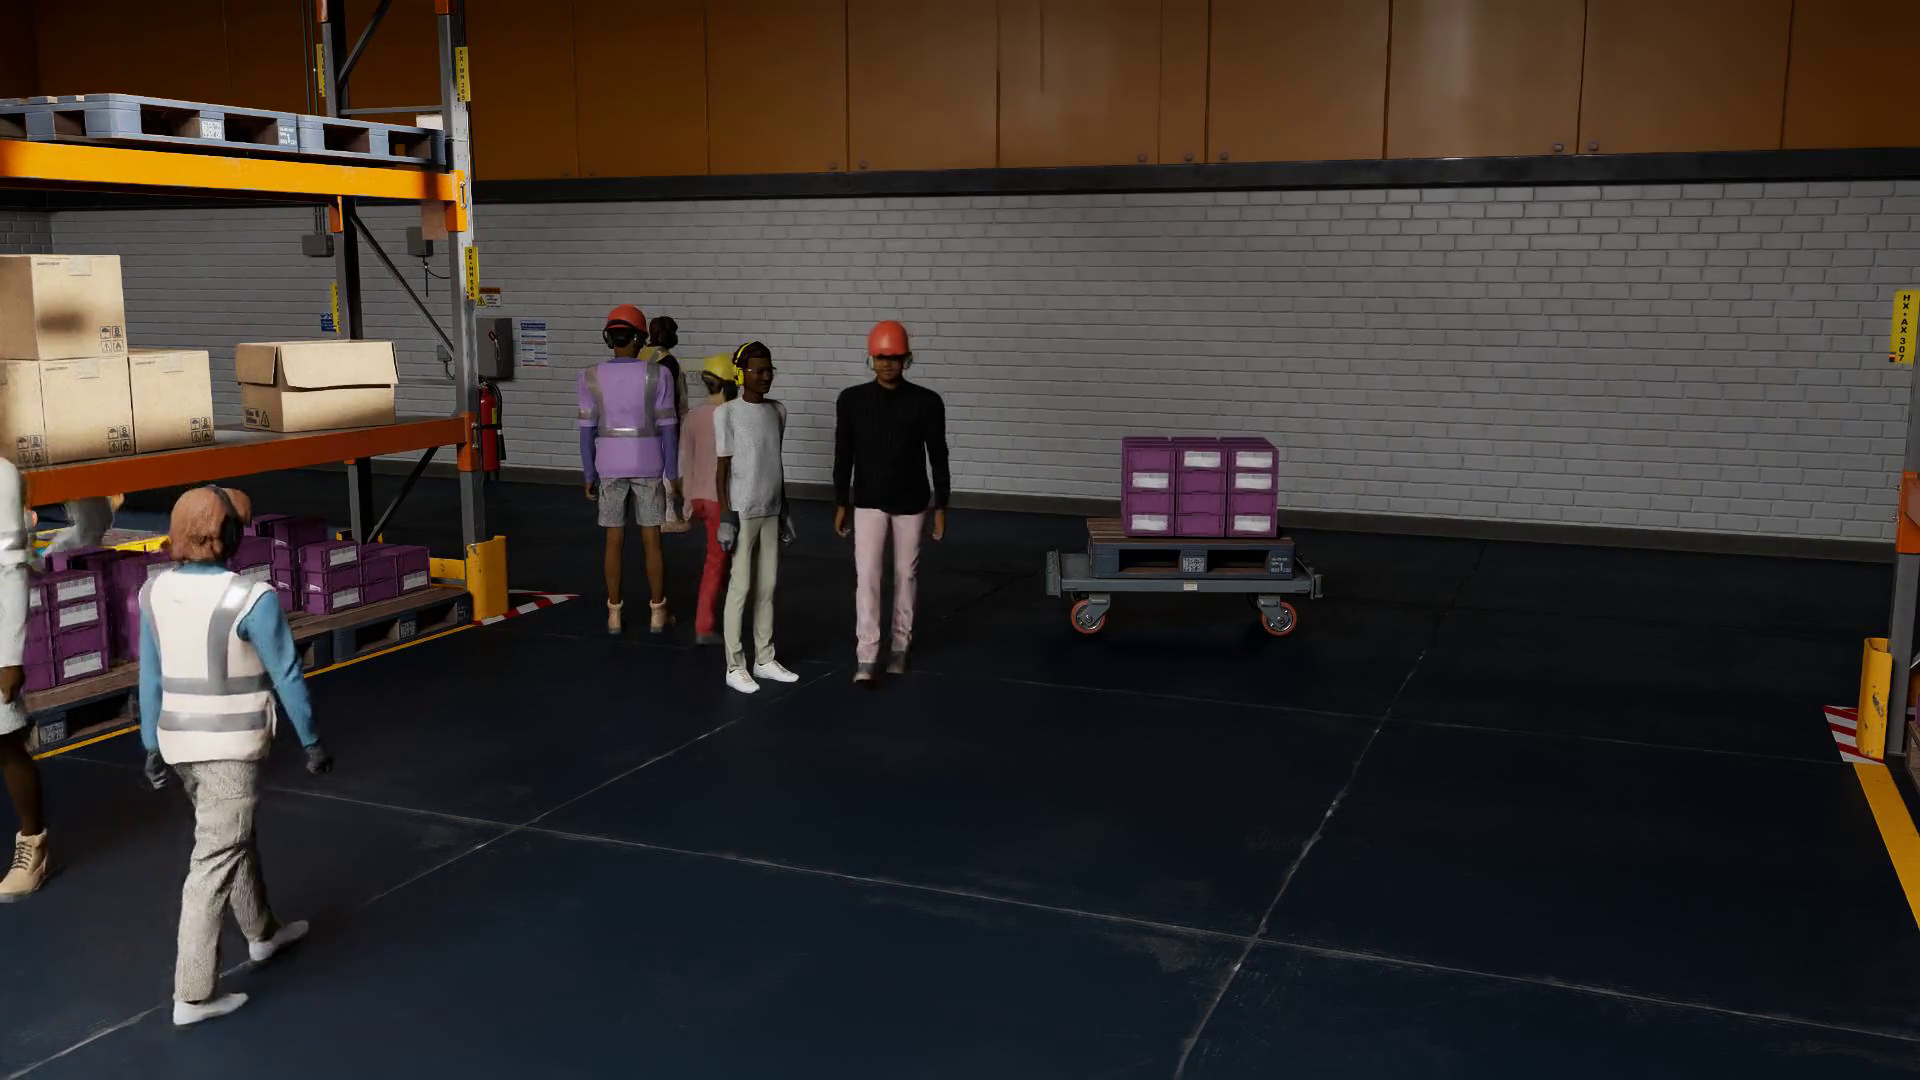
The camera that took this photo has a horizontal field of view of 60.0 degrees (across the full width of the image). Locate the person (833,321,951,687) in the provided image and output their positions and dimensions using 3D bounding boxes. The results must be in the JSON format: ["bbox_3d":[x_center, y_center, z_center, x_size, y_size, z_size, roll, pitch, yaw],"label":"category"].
[{"bbox_3d":[-0.376,-0.178,8.945,0.647,1.960,0.904,0,9,0],"label":"person"}]

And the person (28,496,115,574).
[{"bbox_3d":[-5.912,-0.482,11.080,0.613,1.869,0.601,-1,9,-6],"label":"person"}]

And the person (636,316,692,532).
[{"bbox_3d":[-2.537,-0.992,14.255,0.429,1.841,0.633,-6,11,-31],"label":"person"}]

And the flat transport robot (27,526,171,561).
[{"bbox_3d":[-6.591,0.058,12.639,1.431,0.197,0.652,4,10,22],"label":"flat transport robot"}]

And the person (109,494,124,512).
[{"bbox_3d":[-6.269,-0.667,12.080,0.445,1.910,0.582,-6,11,-34],"label":"person"}]

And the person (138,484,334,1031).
[{"bbox_3d":[-2.203,0.632,5.137,0.529,1.606,0.783,4,10,24],"label":"person"}]

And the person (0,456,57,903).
[{"bbox_3d":[-3.499,0.352,5.650,0.635,1.995,0.937,1,9,4],"label":"person"}]

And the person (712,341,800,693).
[{"bbox_3d":[-1.089,-0.127,8.931,0.321,1.871,0.532,7,12,38],"label":"person"}]

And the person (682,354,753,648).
[{"bbox_3d":[-1.377,-0.239,10.001,0.699,1.743,0.525,-9,13,-42],"label":"person"}]

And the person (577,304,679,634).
[{"bbox_3d":[-2.033,-0.431,10.277,0.605,2.033,0.392,0,9,-1],"label":"person"}]
